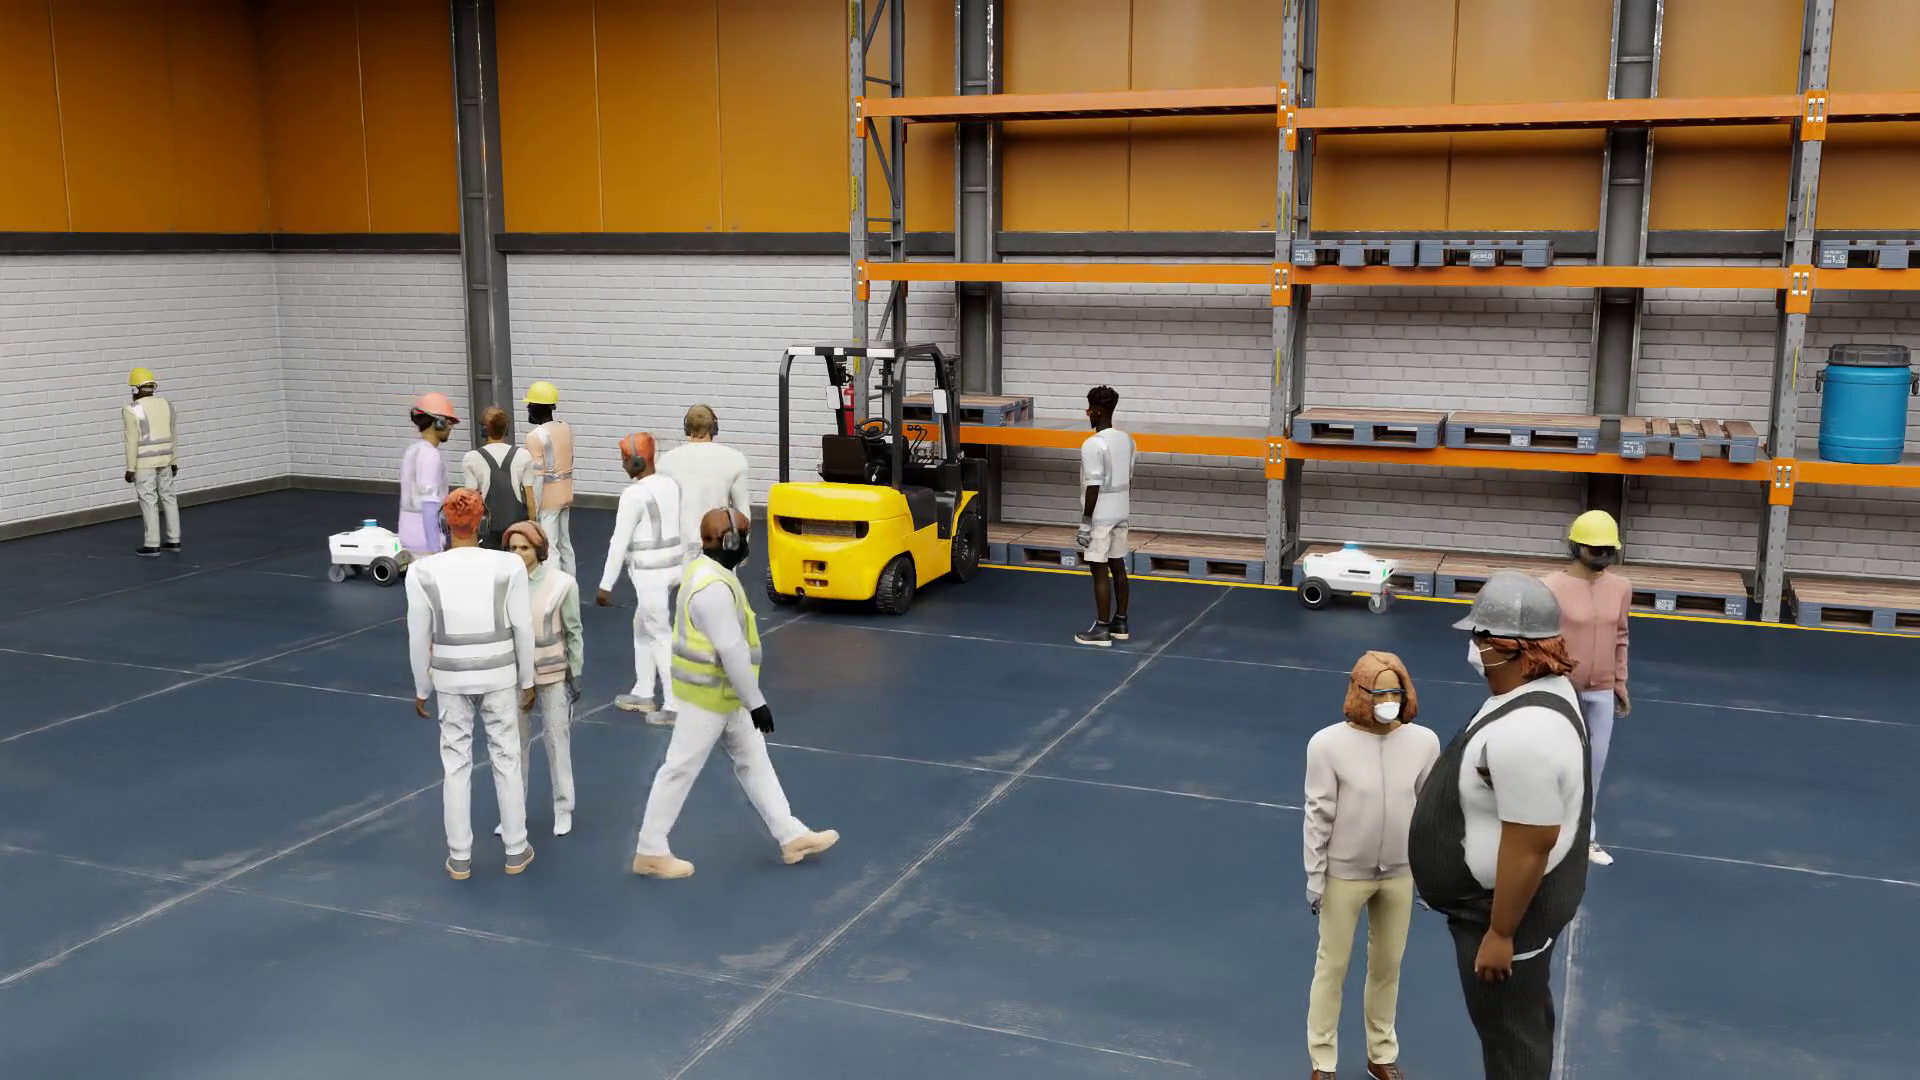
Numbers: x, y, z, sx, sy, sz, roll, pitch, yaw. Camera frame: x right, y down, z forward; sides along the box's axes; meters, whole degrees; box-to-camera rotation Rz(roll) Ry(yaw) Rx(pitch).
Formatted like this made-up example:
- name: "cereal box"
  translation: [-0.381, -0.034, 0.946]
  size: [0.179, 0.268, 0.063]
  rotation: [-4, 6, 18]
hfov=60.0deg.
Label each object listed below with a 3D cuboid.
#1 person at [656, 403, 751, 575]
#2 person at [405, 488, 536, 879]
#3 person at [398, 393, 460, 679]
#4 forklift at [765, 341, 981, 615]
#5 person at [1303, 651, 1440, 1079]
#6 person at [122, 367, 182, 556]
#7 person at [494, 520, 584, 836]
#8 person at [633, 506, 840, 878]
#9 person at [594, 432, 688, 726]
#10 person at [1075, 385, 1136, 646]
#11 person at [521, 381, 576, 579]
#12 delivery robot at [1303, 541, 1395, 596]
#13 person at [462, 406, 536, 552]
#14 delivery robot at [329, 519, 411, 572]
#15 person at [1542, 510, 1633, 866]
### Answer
- name: "person"
  translation: [-1.756, 0.031, 11.437]
  size: [0.635, 1.936, 0.350]
  rotation: [-2, 10, -12]
- name: "person"
  translation: [-2.315, 0.686, 7.941]
  size: [0.572, 1.883, 0.355]
  rotation: [-2, 10, -13]
- name: "person"
  translation: [-3.603, 0.011, 11.399]
  size: [0.462, 2.021, 0.664]
  rotation: [-5, 11, -26]
- name: "forklift"
  translation: [-0.739, -0.602, 14.246]
  size: [1.214, 2.155, 2.313]
  rotation: [4, 11, 21]
- name: "person"
  translation: [1.442, 1.186, 5.850]
  size: [0.500, 1.633, 0.282]
  rotation: [-2, 10, -12]
- name: "person"
  translation: [-7.856, -0.760, 16.133]
  size: [0.404, 1.829, 0.600]
  rotation: [4, 11, 22]
- name: "person"
  translation: [-2.182, 0.707, 8.502]
  size: [0.523, 1.638, 0.310]
  rotation: [0, 10, 2]
- name: "person"
  translation: [-1.121, 0.736, 7.958]
  size: [1.007, 1.779, 0.639]
  rotation: [0, 10, -2]
- name: "person"
  translation: [-2.028, 0.249, 10.460]
  size: [0.763, 1.850, 0.577]
  rotation: [3, 11, 18]
- name: "person"
  translation: [1.087, -0.186, 12.561]
  size: [0.362, 1.963, 0.614]
  rotation: [8, 13, 37]
- name: "person"
  translation: [-3.298, -0.308, 13.343]
  size: [0.360, 1.930, 0.588]
  rotation: [3, 11, 16]
- name: "delivery robot"
  translation: [3.227, 0.253, 13.788]
  size: [0.707, 0.478, 0.477]
  rotation: [5, 11, 26]
- name: "person"
  translation: [-3.372, -0.061, 12.208]
  size: [0.520, 1.843, 0.331]
  rotation: [-5, 11, -25]
- name: "delivery robot"
  translation: [-5.259, 0.059, 14.872]
  size: [0.707, 0.478, 0.477]
  rotation: [2, 10, 12]
- name: "person"
  translation: [3.007, 0.730, 8.058]
  size: [0.557, 1.768, 0.327]
  rotation: [-2, 10, -13]
